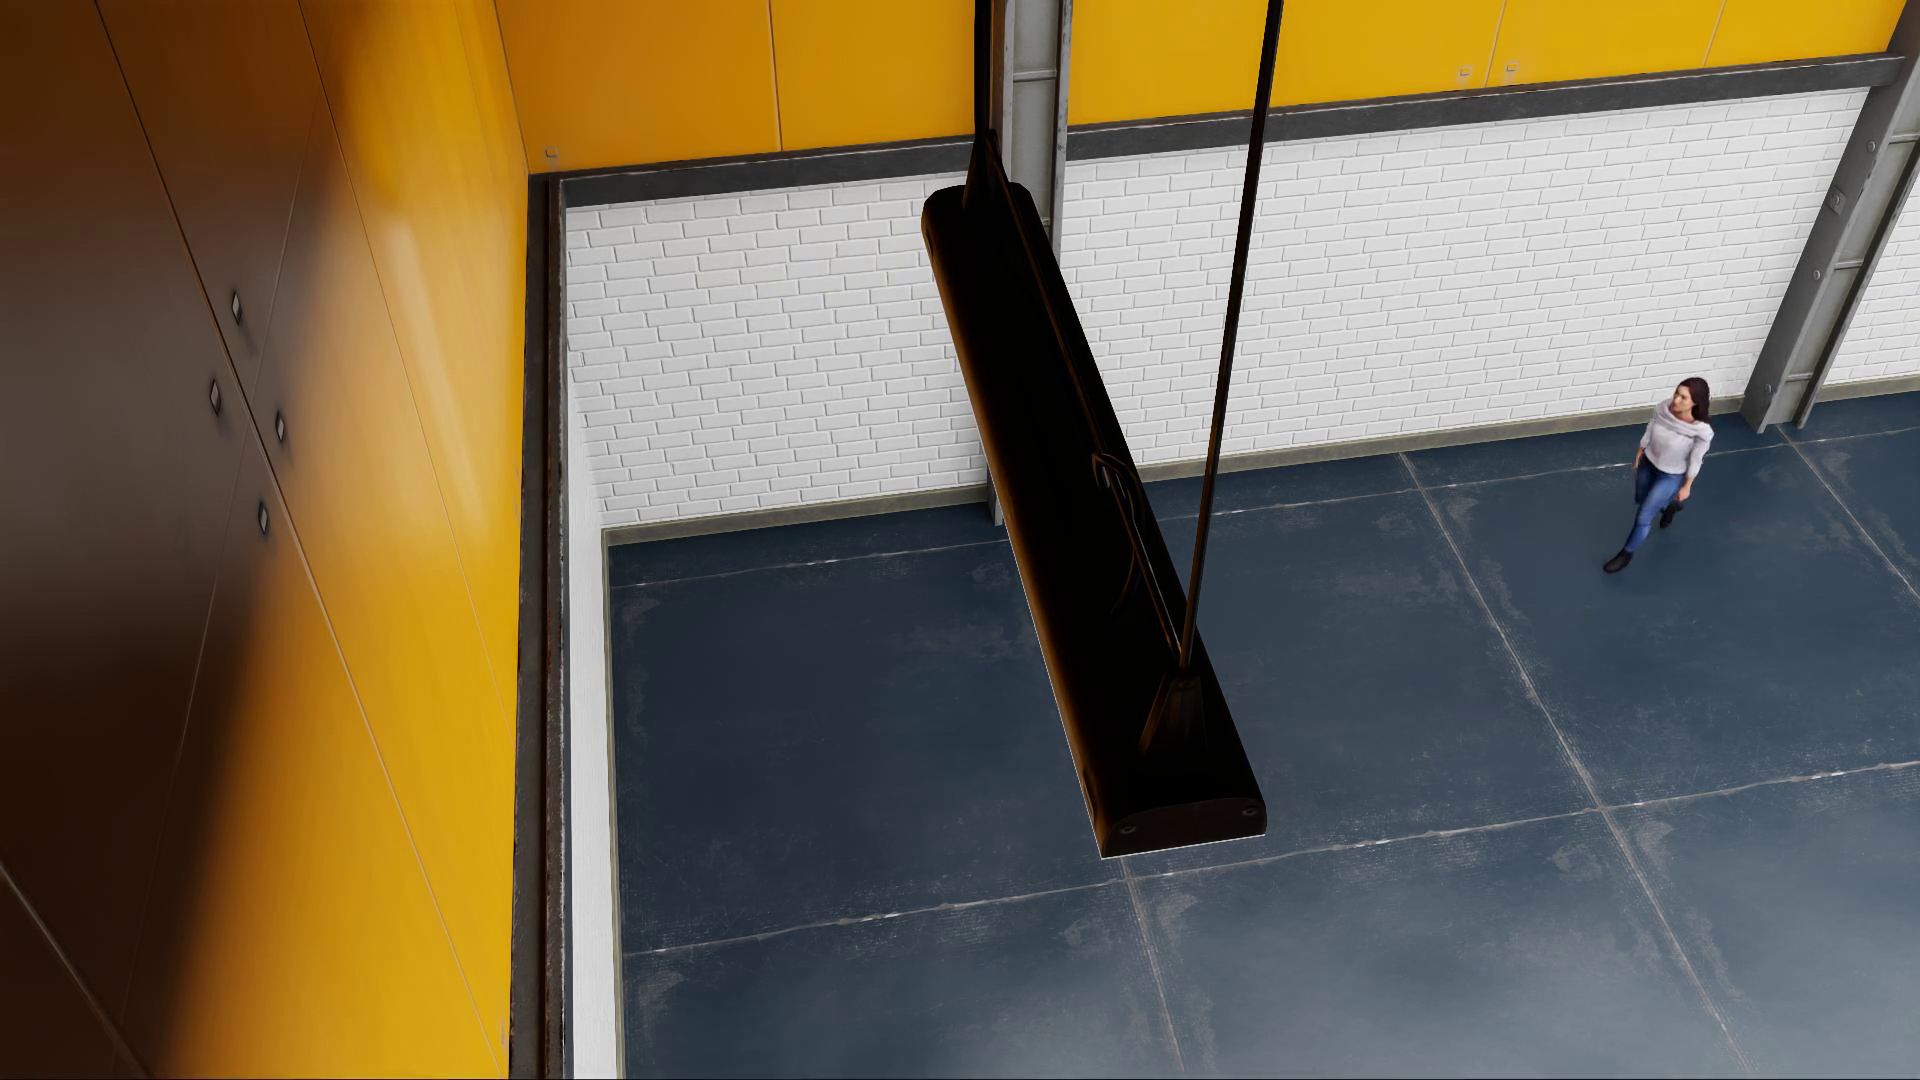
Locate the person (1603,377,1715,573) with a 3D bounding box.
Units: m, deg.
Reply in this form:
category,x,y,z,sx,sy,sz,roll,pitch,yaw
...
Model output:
category,x,y,z,sx,sy,sz,roll,pitch,yaw
person,4.833,-0.485,11.318,1.061,1.613,0.825,-22,48,-21
